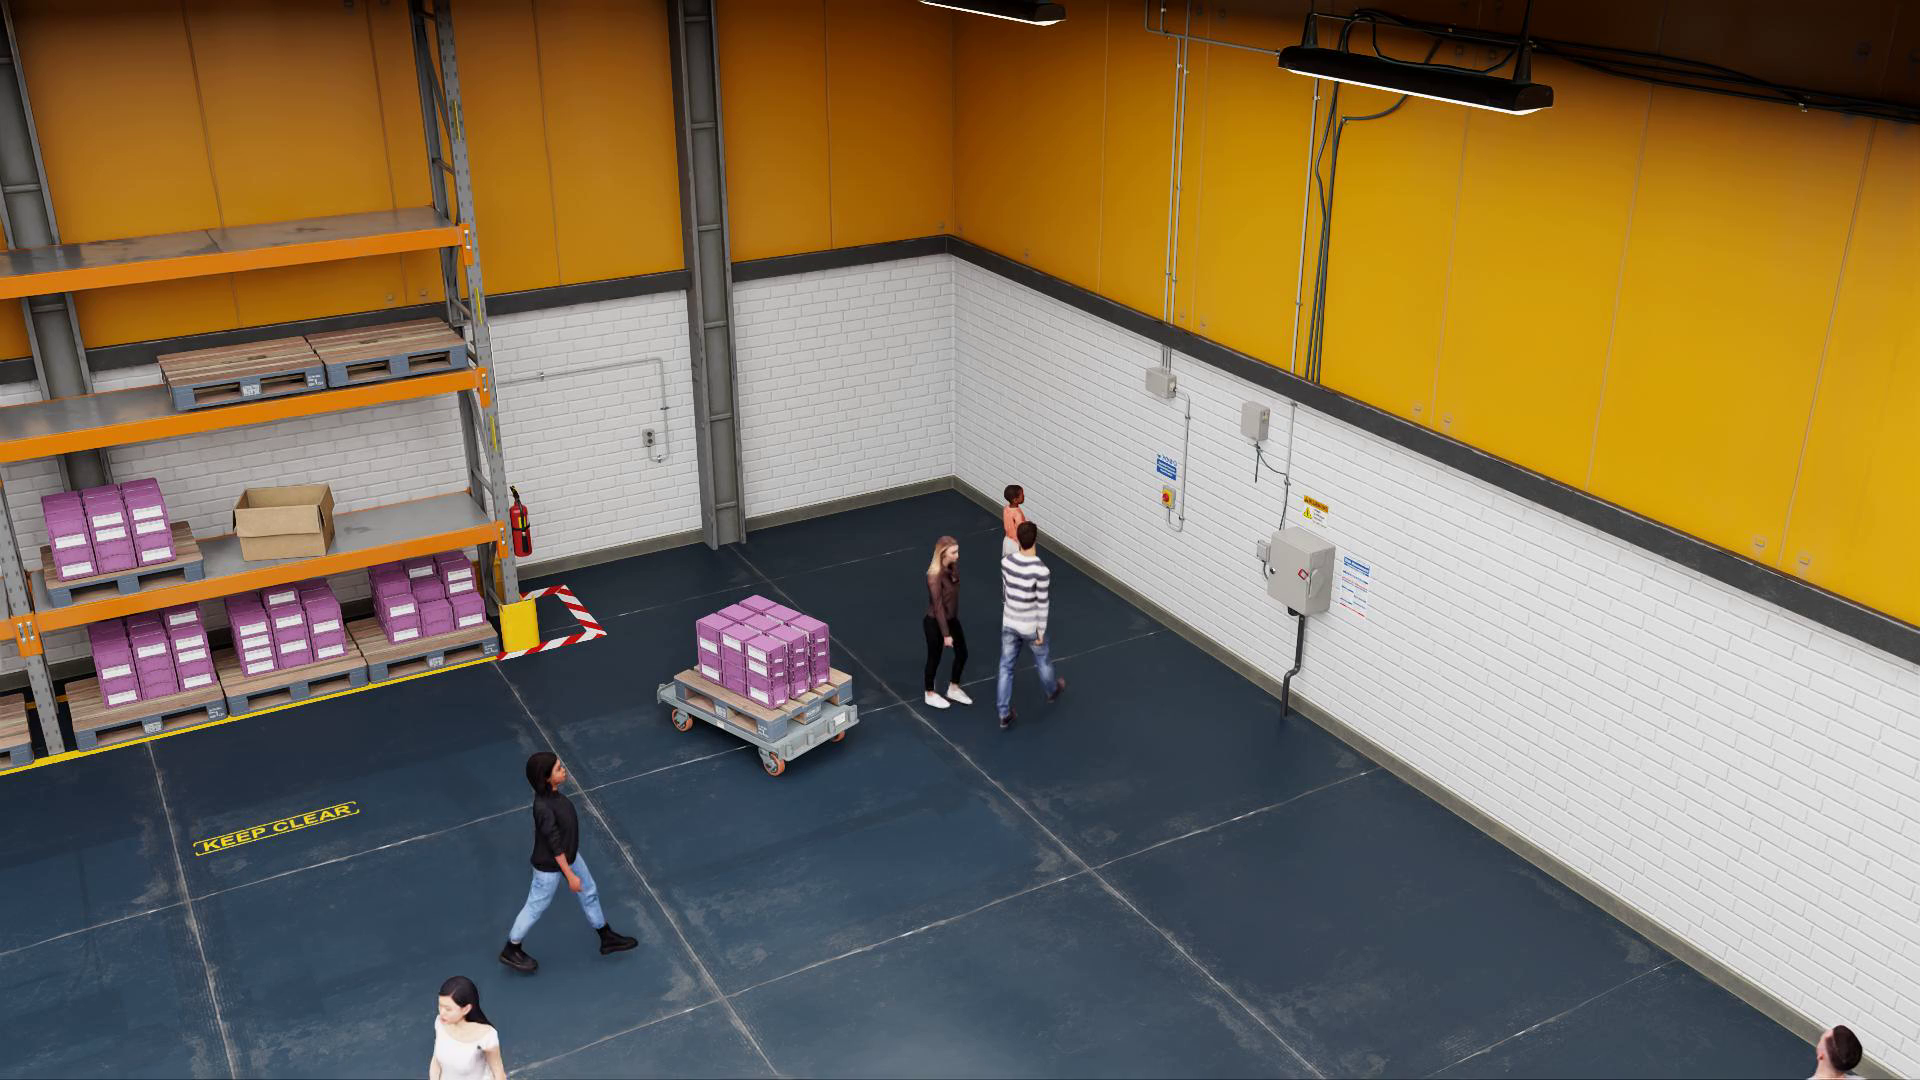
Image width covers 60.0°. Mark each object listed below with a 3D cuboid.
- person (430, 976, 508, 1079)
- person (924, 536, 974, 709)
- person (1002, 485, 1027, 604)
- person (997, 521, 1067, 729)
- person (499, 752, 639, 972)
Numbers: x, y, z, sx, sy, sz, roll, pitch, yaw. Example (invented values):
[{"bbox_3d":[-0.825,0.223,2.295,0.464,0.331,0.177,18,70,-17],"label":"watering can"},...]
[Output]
[{"bbox_3d":[-2.607,3.088,9.175,0.954,1.723,1.274,15,28,30],"label":"person"},{"bbox_3d":[-0.235,0.720,14.639,0.796,1.686,0.720,13,27,27],"label":"person"},{"bbox_3d":[0.535,0.056,16.627,0.500,1.311,0.500,-10,25,-21],"label":"person"},{"bbox_3d":[0.497,0.775,14.370,1.009,1.801,1.181,12,26,25],"label":"person"},{"bbox_3d":[-2.830,2.221,11.239,1.218,1.659,0.925,-2,24,-3],"label":"person"}]
